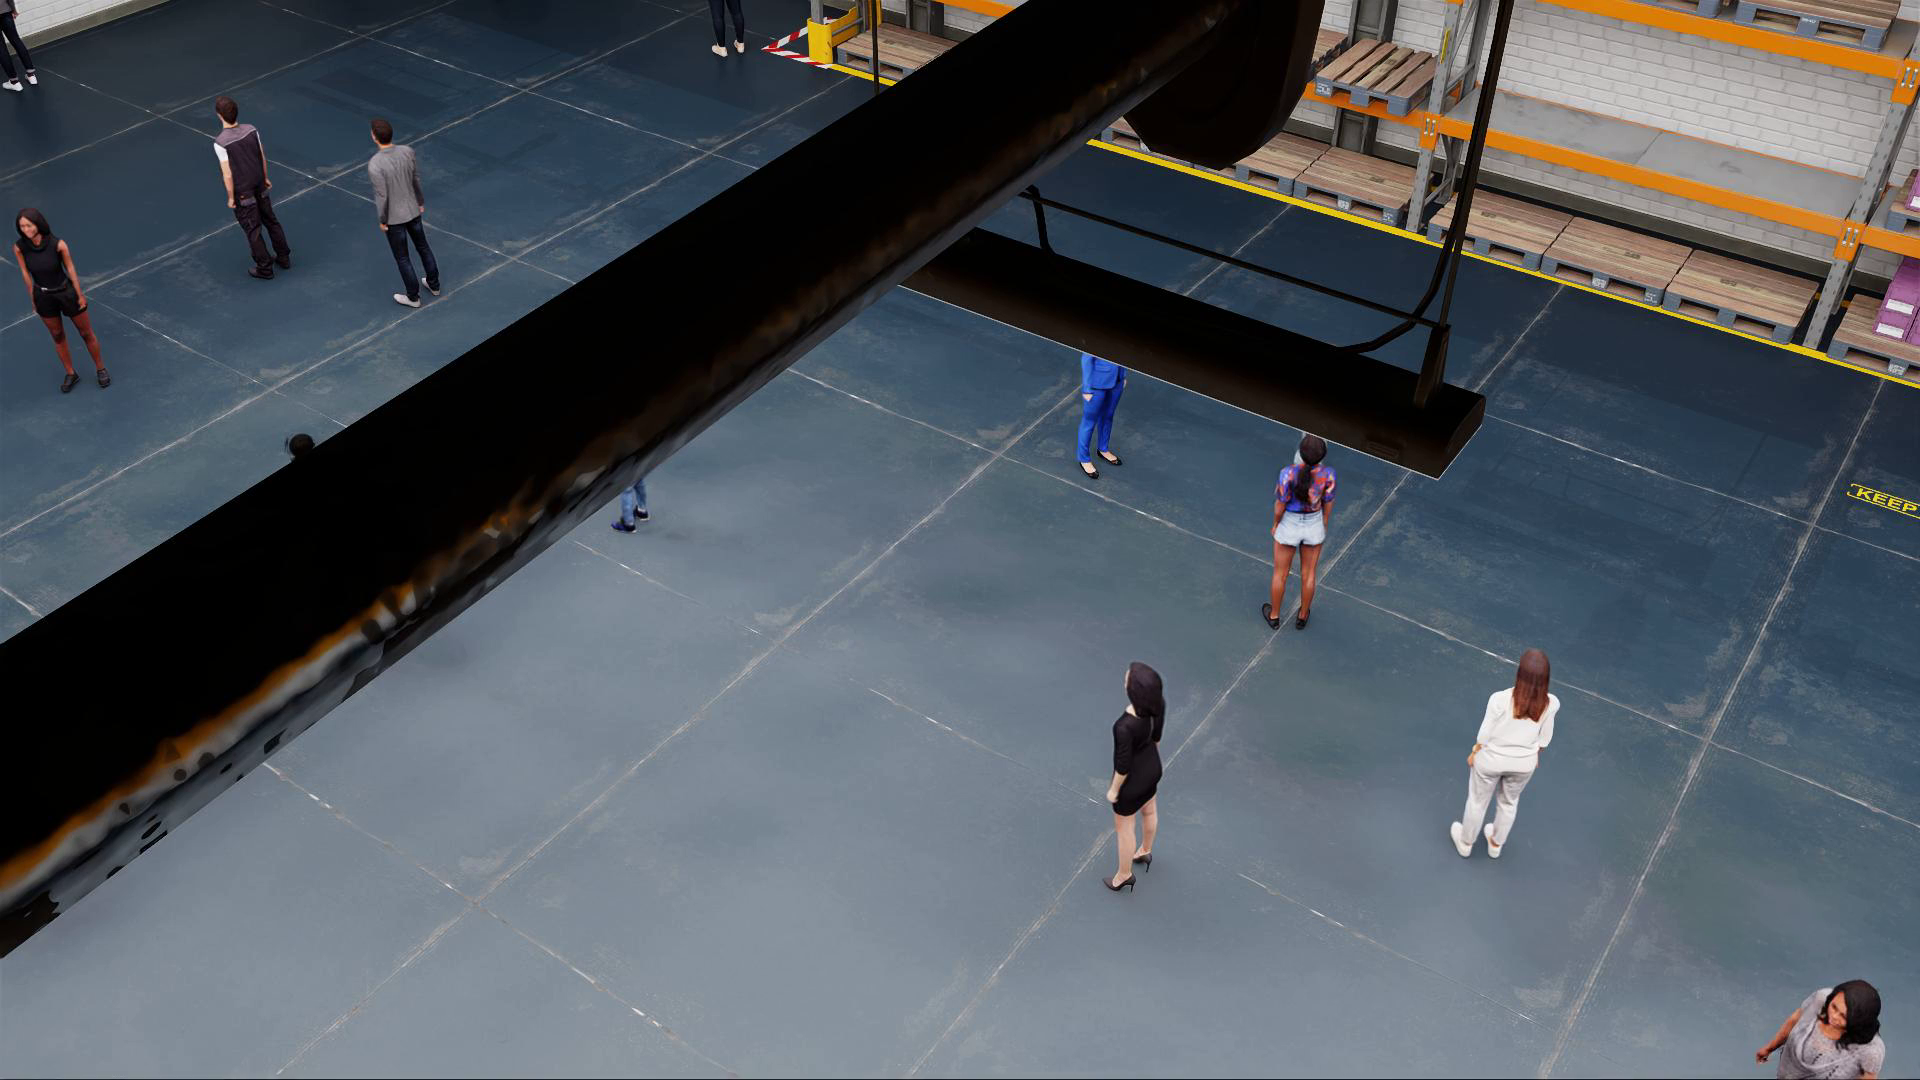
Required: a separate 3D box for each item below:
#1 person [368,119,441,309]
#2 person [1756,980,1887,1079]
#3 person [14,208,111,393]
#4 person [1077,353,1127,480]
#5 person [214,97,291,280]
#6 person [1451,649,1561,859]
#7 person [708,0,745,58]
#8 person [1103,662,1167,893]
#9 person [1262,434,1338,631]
[{"bbox_3d":[-5.324,-3.121,15.840,0.566,1.872,0.678,23,44,26],"label":"person"},{"bbox_3d":[4.540,2.789,8.676,0.984,1.578,0.943,-8,39,-10],"label":"person"},{"bbox_3d":[-7.971,-2.136,14.714,0.680,1.740,0.734,-8,39,-9],"label":"person"},{"bbox_3d":[1.168,-1.317,13.719,0.673,1.701,0.631,-28,47,-31],"label":"person"},{"bbox_3d":[-6.955,-3.449,16.271,0.582,1.849,0.663,20,43,23],"label":"person"},{"bbox_3d":[3.416,1.356,10.382,0.670,1.687,0.755,-1,39,-1],"label":"person"},{"bbox_3d":[-2.938,-6.936,20.668,0.733,1.809,0.745,-19,43,-23],"label":"person"},{"bbox_3d":[1.077,1.459,10.158,0.537,1.806,0.620,31,48,33],"label":"person"},{"bbox_3d":[2.479,-0.067,12.120,0.629,1.743,0.729,1,39,1],"label":"person"}]
